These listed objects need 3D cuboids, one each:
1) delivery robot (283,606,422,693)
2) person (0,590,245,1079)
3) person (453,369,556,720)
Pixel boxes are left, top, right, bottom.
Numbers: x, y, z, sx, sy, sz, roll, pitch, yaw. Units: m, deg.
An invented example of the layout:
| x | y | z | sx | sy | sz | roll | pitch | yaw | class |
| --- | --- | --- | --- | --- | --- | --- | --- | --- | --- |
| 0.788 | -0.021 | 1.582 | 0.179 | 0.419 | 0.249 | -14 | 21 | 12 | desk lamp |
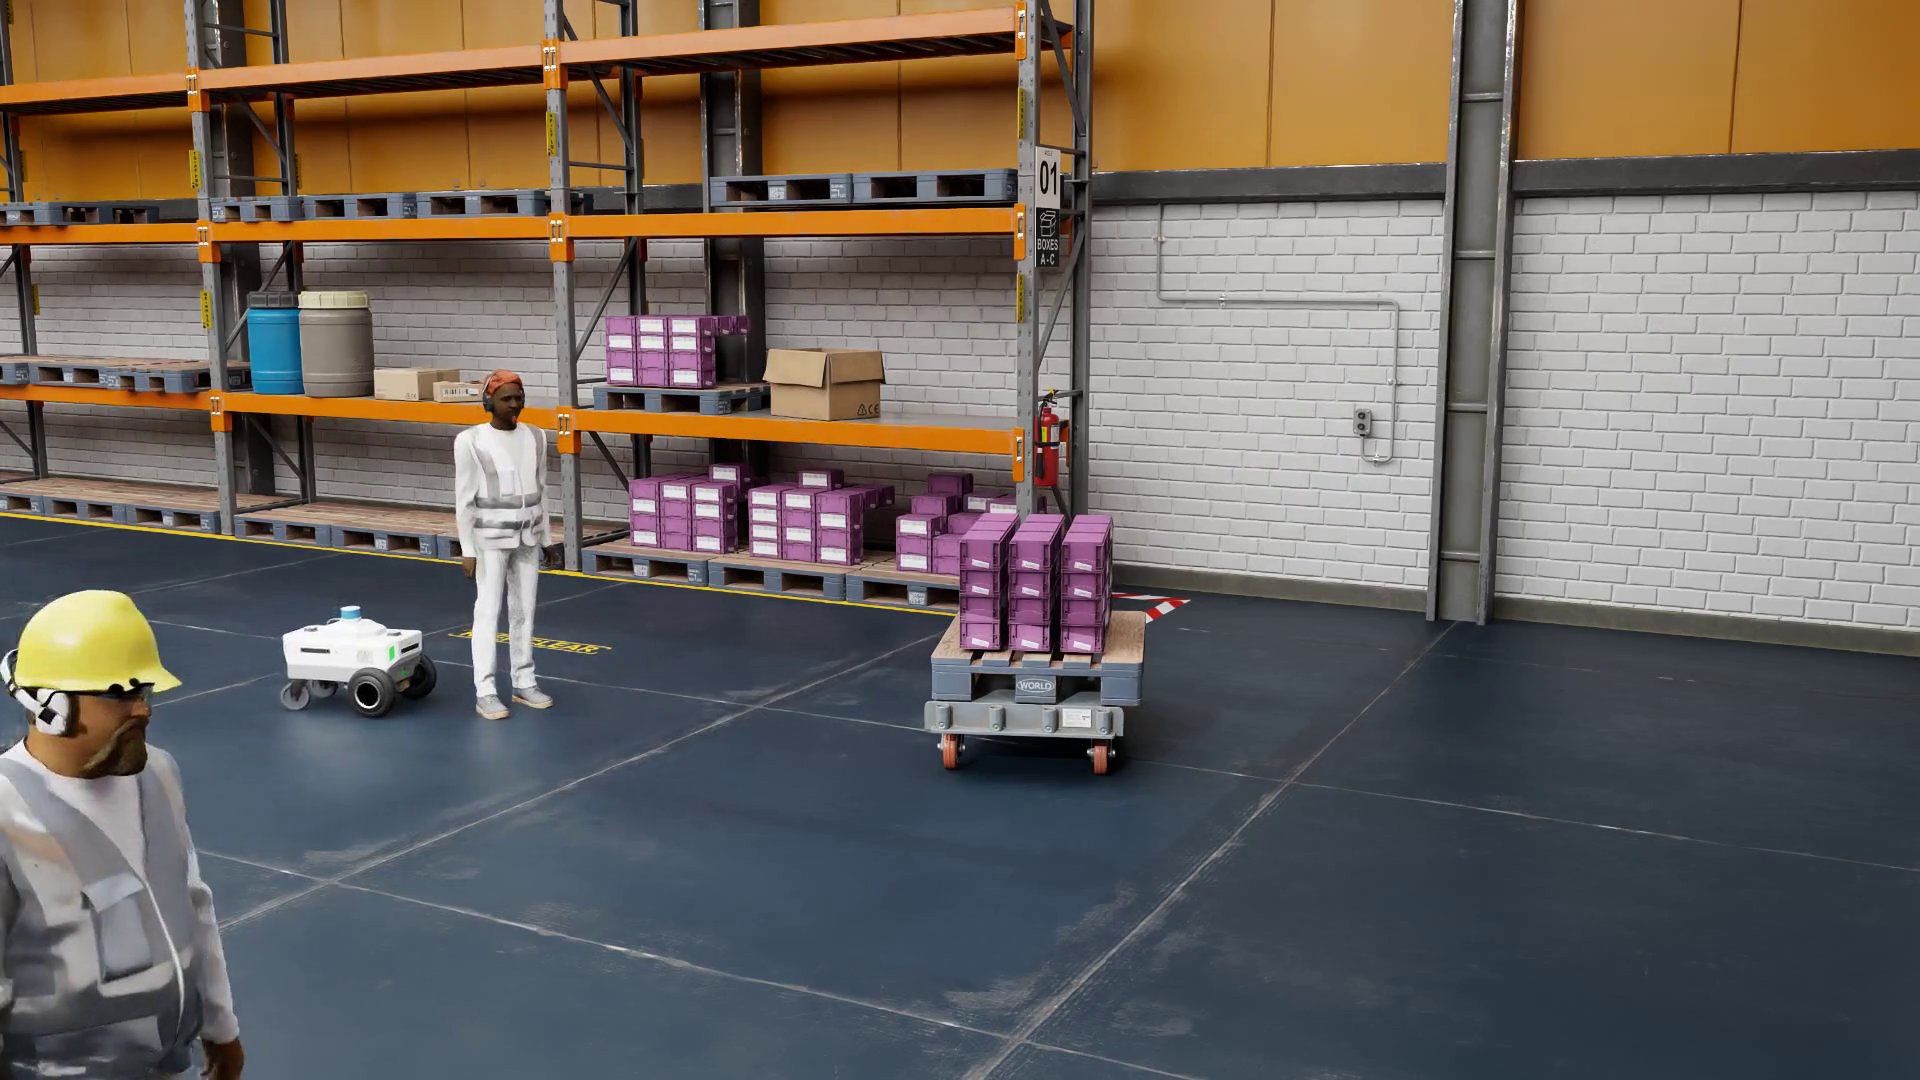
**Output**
| x | y | z | sx | sy | sz | roll | pitch | yaw | class |
| --- | --- | --- | --- | --- | --- | --- | --- | --- | --- |
| -3.349 | 0.609 | 9.173 | 0.707 | 0.478 | 0.477 | 2 | 9 | 13 | delivery robot |
| -1.621 | 0.994 | 3.181 | 0.452 | 1.819 | 0.627 | 2 | 9 | 9 | person |
| -2.460 | 0.016 | 9.031 | 0.337 | 1.882 | 0.584 | 8 | 12 | 39 | person |
